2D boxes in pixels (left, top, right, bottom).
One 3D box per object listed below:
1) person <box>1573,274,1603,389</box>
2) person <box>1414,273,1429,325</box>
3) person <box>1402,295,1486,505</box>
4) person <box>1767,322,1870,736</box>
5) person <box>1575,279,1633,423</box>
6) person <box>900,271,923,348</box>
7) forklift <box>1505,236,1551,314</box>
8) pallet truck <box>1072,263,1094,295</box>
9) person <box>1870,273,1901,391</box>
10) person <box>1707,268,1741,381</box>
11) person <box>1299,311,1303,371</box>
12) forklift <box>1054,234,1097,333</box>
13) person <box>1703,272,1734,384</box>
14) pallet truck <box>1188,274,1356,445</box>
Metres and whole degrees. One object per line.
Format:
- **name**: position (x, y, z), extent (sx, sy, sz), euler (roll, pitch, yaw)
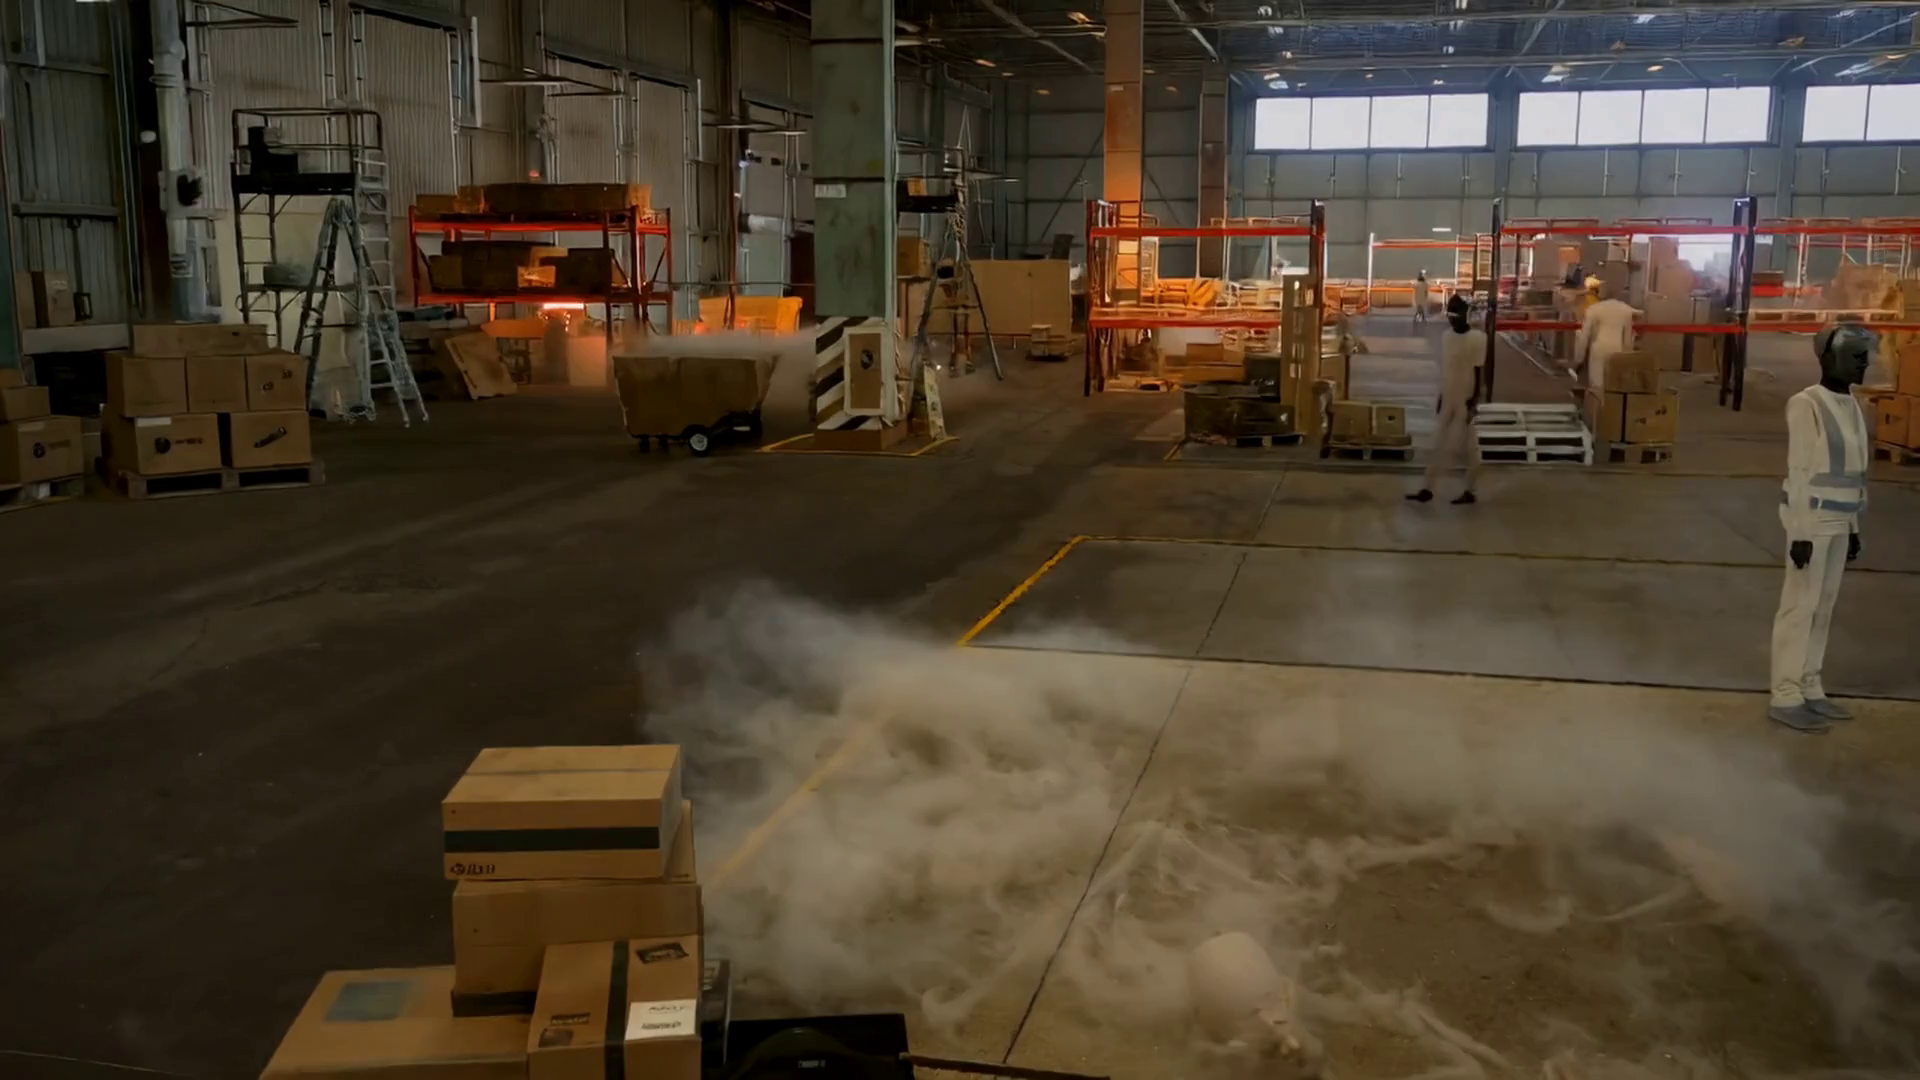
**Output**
- **person**: position (10.455, -3.432, 27.453), extent (0.416, 1.911, 0.599), euler (-4, 11, -25)
- **person**: position (14.984, -7.831, 54.024), extent (0.530, 1.689, 0.321), euler (-2, 10, -13)
- **person**: position (4.258, -1.197, 14.503), extent (0.859, 1.838, 0.554), euler (-6, 11, -32)
- **person**: position (3.981, -0.055, 7.665), extent (0.574, 1.883, 0.356), euler (-8, 13, -41)
- **person**: position (7.922, -2.278, 20.671), extent (0.656, 1.906, 0.900), euler (-2, 10, -12)
- **person**: position (-1.092, -5.212, 38.058), extent (0.569, 1.883, 0.964), euler (-6, 12, -34)
- **forklift**: position (18.170, -8.101, 52.104), extent (1.873, 2.768, 1.129), euler (1, 10, 7)
- **pallet truck**: position (4.325, -8.180, 55.162), extent (0.823, 1.965, 1.885), euler (6, 11, 31)
- **person**: position (15.128, -3.384, 27.143), extent (0.376, 1.931, 0.624), euler (6, 11, 32)
- **person**: position (13.432, -3.822, 29.375), extent (0.639, 2.000, 0.718), euler (7, 12, 36)
- **person**: position (6.680, -4.095, 31.881), extent (0.320, 1.739, 0.485), euler (7, 12, 35)
- **forklift**: position (2.933, -7.338, 47.611), extent (1.873, 2.768, 1.129), euler (2, 10, 14)
- **person**: position (13.099, -3.637, 28.635), extent (0.369, 1.932, 0.623), euler (-1, 10, -4)
- **pallet truck**: position (3.653, -2.138, 19.590), extent (1.885, 1.965, 0.823), euler (-4, 10, -20)
